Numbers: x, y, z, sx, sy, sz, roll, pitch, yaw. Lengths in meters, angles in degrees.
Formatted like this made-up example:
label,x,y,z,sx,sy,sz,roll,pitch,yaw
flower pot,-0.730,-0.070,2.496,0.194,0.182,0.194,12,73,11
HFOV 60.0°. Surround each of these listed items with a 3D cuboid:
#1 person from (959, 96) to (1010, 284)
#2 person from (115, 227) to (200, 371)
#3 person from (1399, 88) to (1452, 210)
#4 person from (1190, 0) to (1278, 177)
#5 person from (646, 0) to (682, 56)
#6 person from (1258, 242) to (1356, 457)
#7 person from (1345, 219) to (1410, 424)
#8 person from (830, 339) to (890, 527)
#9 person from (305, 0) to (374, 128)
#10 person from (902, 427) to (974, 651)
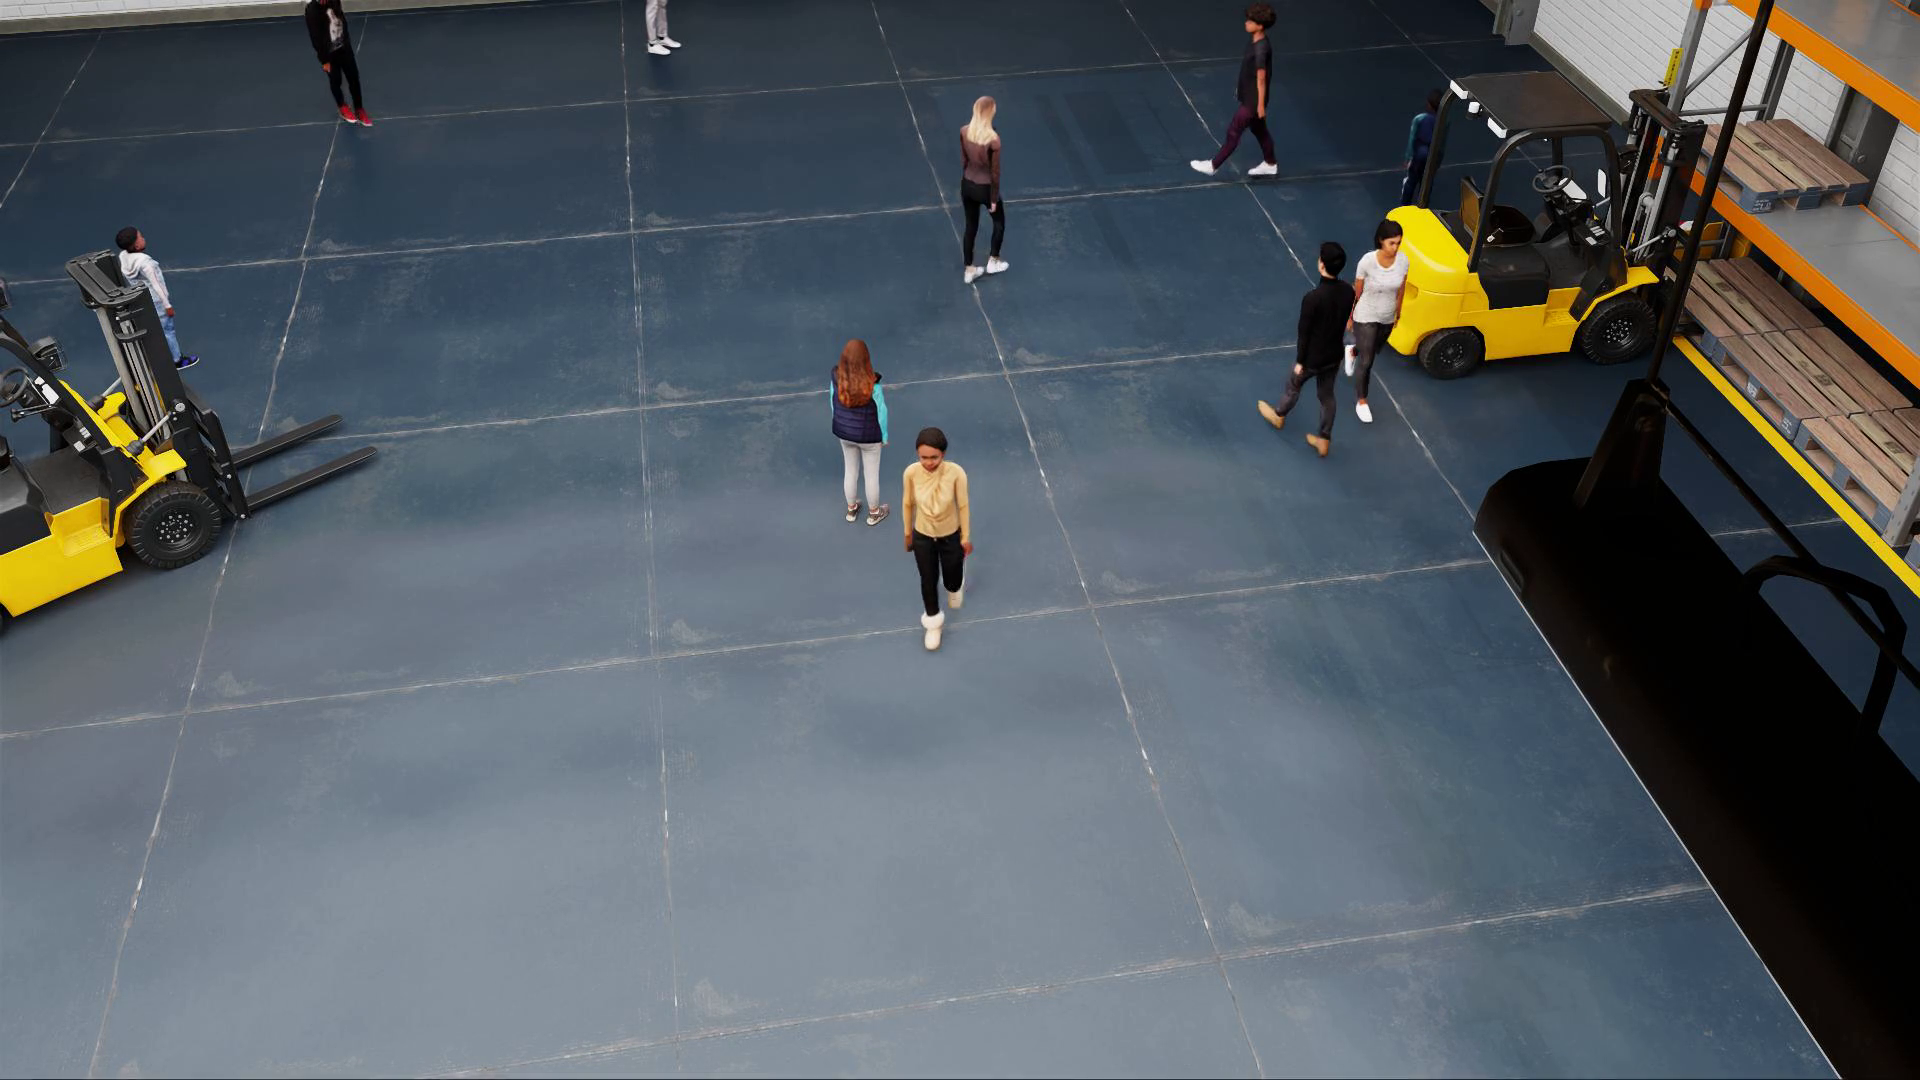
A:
label,x,y,z,sx,sy,sz,roll,pitch,yaw
person,0.121,-3.000,14.432,0.774,1.687,0.833,22,43,25
person,-6.558,-1.963,13.477,0.569,1.261,0.623,20,43,23
person,4.340,-3.595,15.529,0.549,1.249,0.544,3,39,4
person,2.893,-4.272,15.980,0.881,1.744,1.106,2,39,3
person,-3.409,-6.358,18.519,0.804,1.835,0.669,13,40,15
person,2.722,-1.375,12.389,0.816,1.699,1.029,-17,42,-20
person,3.202,-1.779,12.962,0.558,1.615,1.023,-7,39,-8
person,-0.712,-0.765,11.785,0.681,1.500,0.722,14,41,17
person,-6.415,-5.024,17.009,0.893,1.635,0.823,23,44,26
person,-0.132,-0.072,10.794,0.756,1.652,0.888,5,39,7
